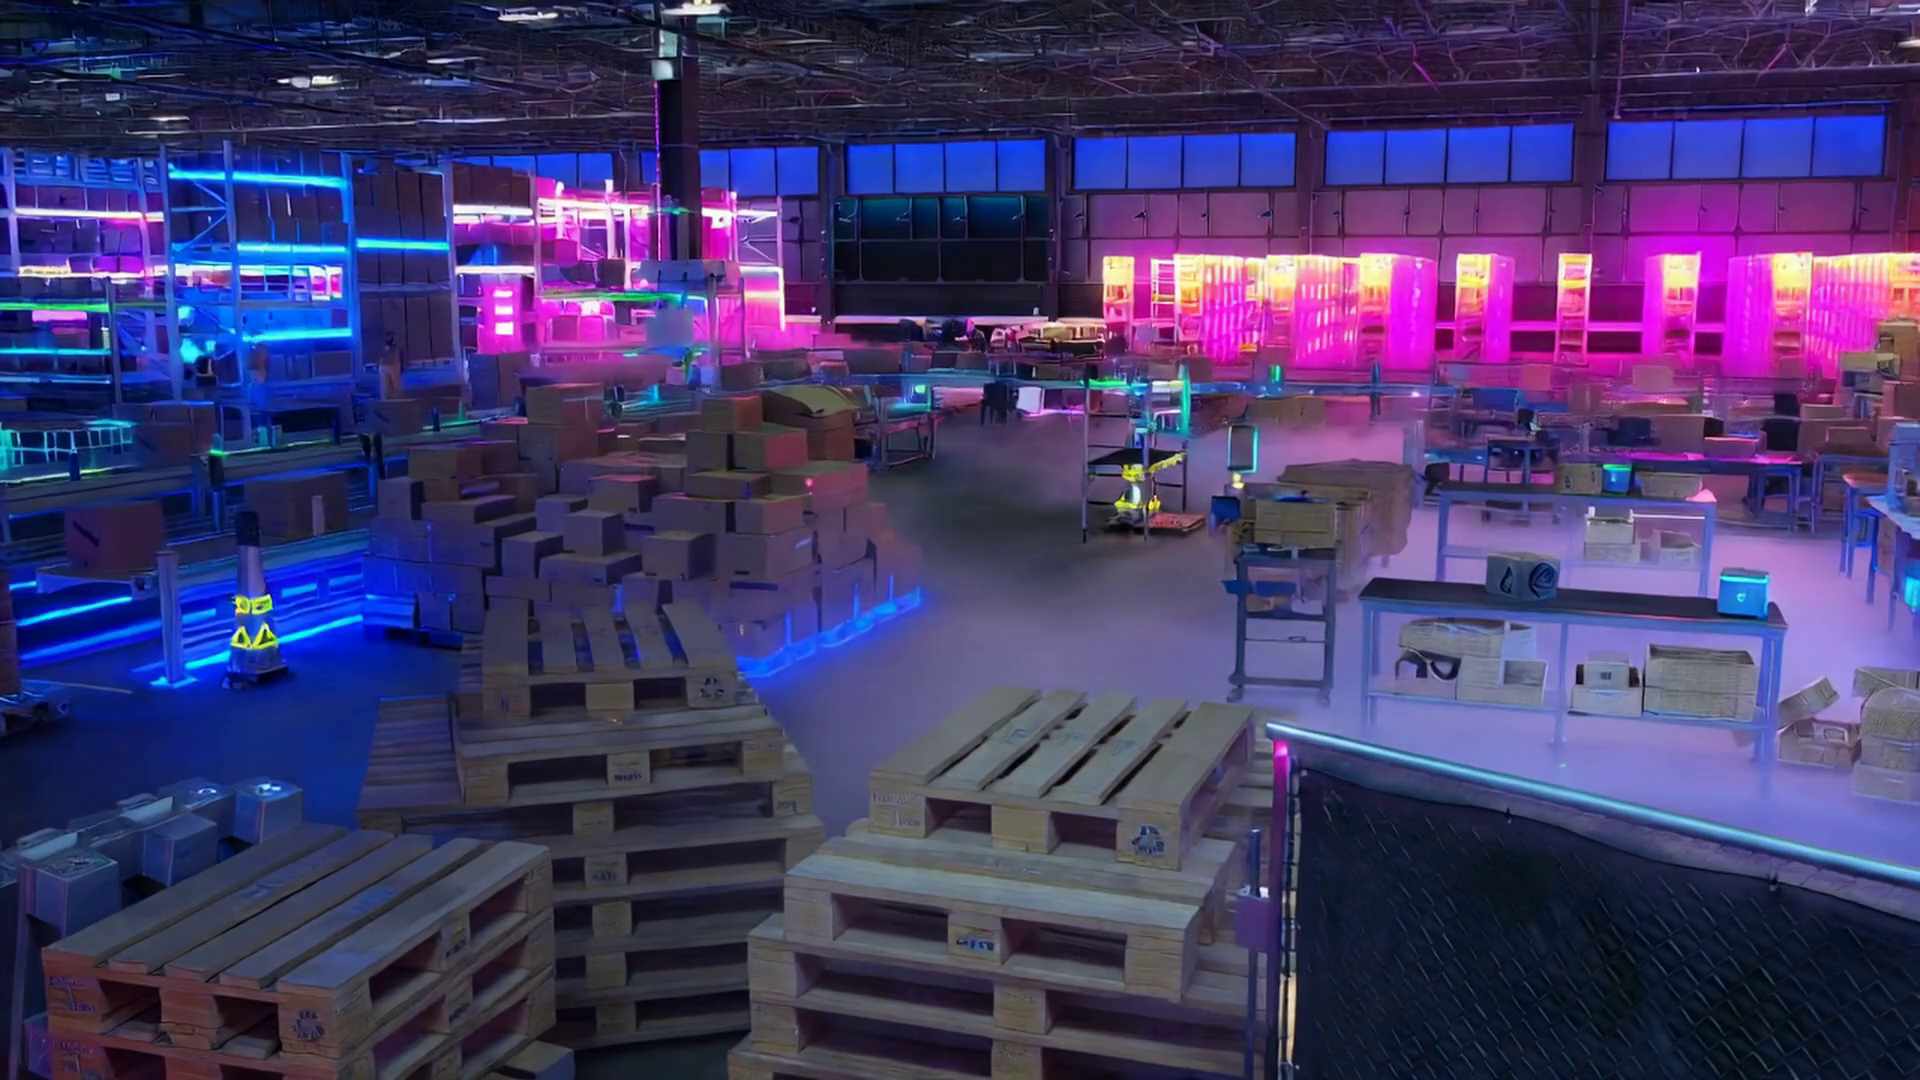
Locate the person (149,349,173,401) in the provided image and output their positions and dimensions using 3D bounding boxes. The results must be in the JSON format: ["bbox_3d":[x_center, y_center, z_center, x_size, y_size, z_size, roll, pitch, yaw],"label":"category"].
[{"bbox_3d":[-13.989,-2.465,29.124,0.532,1.754,0.480,4,10,24],"label":"person"}]

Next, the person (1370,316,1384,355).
[{"bbox_3d":[14.174,-6.860,56.486,0.572,1.822,0.827,3,9,17],"label":"person"}]

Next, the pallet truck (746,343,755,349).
[{"bbox_3d":[-6.183,-4.618,44.264,1.601,1.201,0.680,-9,12,-43],"label":"pallet truck"}]

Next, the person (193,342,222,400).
[{"bbox_3d":[-15.166,-3.138,33.509,0.548,1.681,0.439,2,9,13],"label":"person"}]

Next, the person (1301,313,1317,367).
[{"bbox_3d":[10.884,-6.197,52.125,0.969,1.878,0.623,1,9,9],"label":"person"}]

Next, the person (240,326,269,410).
[{"bbox_3d":[-15.677,-3.786,36.867,0.571,1.909,0.717,2,9,15],"label":"person"}]

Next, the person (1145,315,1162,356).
[{"bbox_3d":[6.214,-6.371,53.593,0.978,1.776,0.584,1,9,6],"label":"person"}]

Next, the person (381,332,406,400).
[{"bbox_3d":[-12.639,-3.743,37.050,0.606,1.779,0.951,2,9,12],"label":"person"}]

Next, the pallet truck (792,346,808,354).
[{"bbox_3d":[-3.705,-4.298,42.022,0.653,1.274,1.630,3,10,20],"label":"pallet truck"}]

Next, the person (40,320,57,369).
[{"bbox_3d":[-25.127,-5.177,45.943,0.596,1.807,0.813,4,10,25],"label":"person"}]

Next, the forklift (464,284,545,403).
[{"bbox_3d":[-10.832,-4.702,39.610,1.129,2.768,1.873,3,10,20],"label":"forklift"}]
